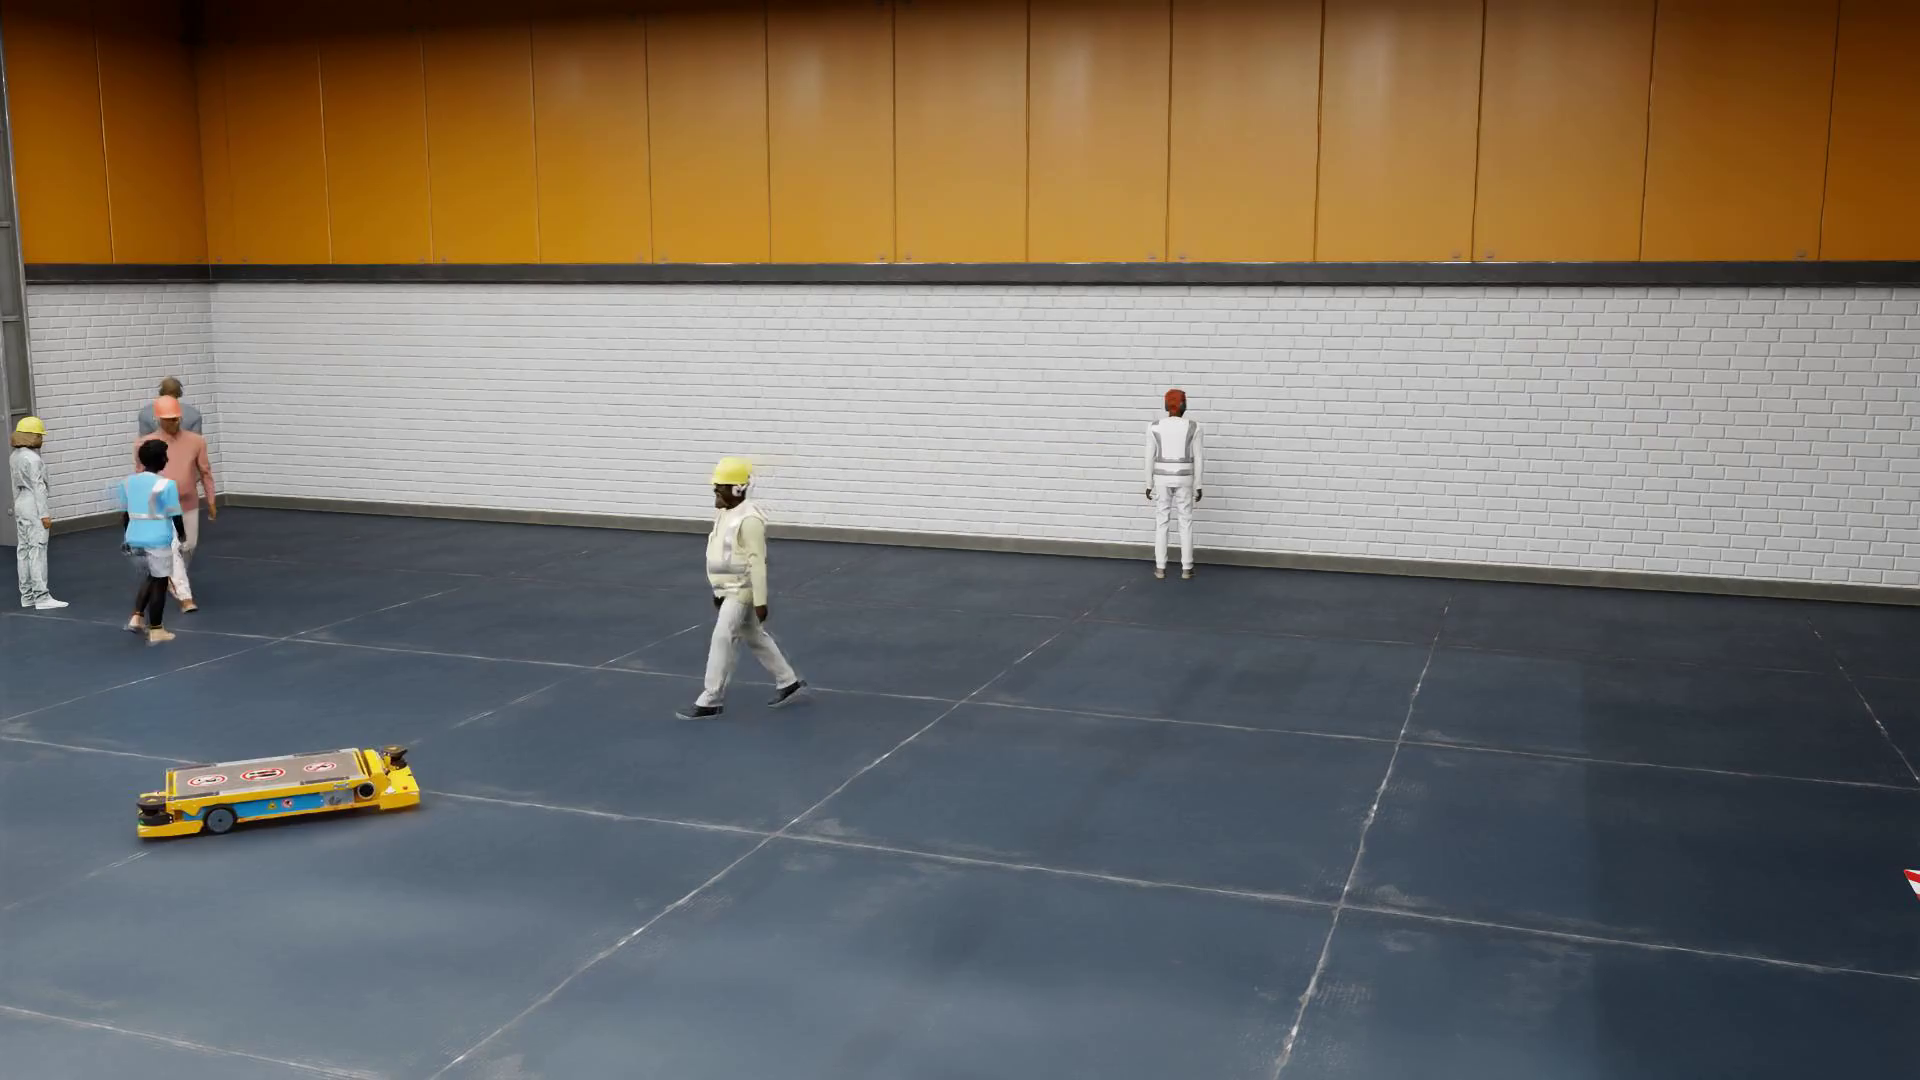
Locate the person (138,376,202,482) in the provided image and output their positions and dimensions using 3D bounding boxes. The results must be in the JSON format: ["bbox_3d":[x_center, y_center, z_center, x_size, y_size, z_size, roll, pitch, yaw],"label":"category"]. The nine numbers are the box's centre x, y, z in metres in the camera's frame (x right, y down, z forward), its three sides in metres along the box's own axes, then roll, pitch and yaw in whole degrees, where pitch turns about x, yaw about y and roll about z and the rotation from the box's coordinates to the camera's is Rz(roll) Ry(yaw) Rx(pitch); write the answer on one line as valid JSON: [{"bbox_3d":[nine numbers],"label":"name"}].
[{"bbox_3d":[-8.539,-0.818,18.047,0.641,1.916,0.806,-5,10,-26],"label":"person"}]

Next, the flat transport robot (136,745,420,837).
[{"bbox_3d":[-3.834,1.398,9.371,1.431,0.197,0.652,-4,10,-25],"label":"flat transport robot"}]

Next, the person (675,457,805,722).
[{"bbox_3d":[-1.479,0.319,11.368,0.923,1.798,0.612,-4,10,-23],"label":"person"}]

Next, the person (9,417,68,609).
[{"bbox_3d":[-8.356,-0.245,15.033,0.485,1.736,0.308,7,11,37],"label":"person"}]

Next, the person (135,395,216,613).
[{"bbox_3d":[-7.122,-0.352,15.069,0.659,1.961,0.978,-8,12,-40],"label":"person"}]

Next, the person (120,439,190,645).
[{"bbox_3d":[-6.572,0.017,13.568,0.549,1.678,0.370,4,10,22],"label":"person"}]

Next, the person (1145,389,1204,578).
[{"bbox_3d":[2.122,-0.553,16.495,0.575,1.881,0.356,2,9,12],"label":"person"}]
